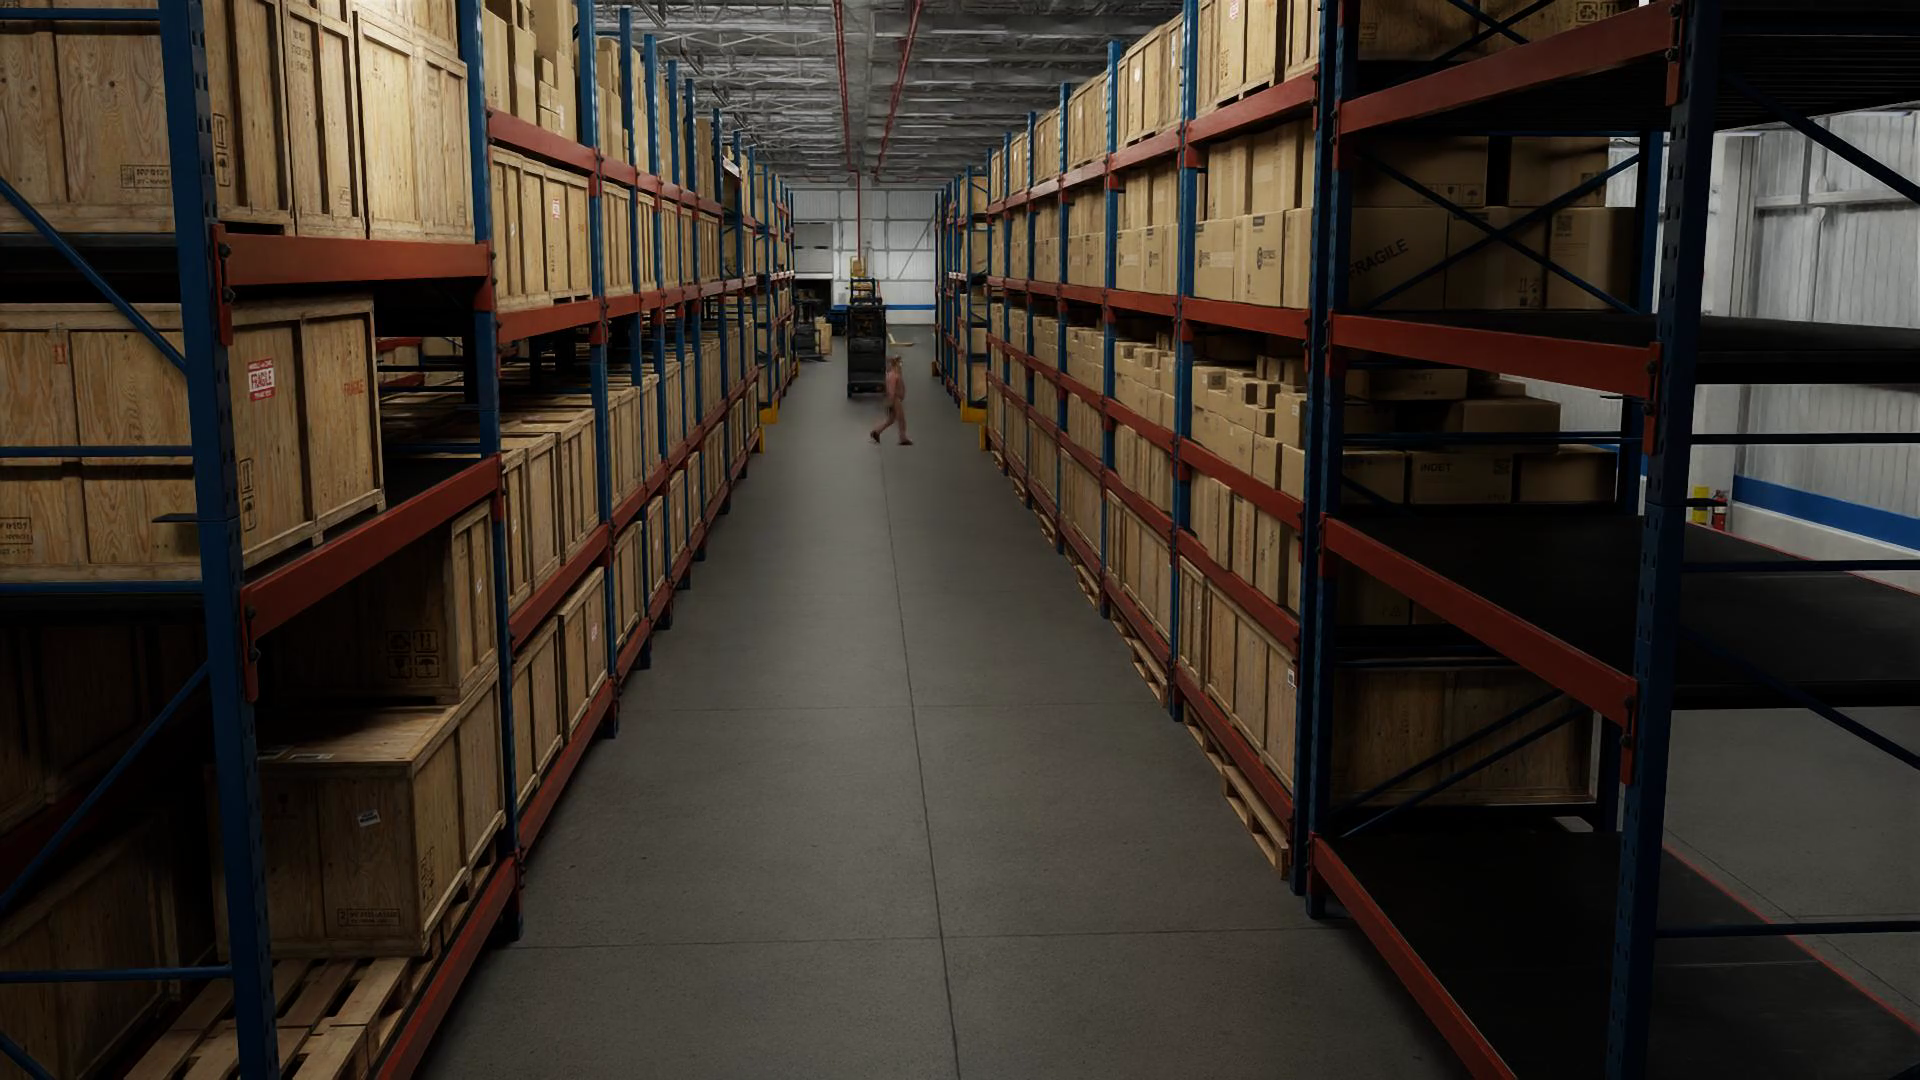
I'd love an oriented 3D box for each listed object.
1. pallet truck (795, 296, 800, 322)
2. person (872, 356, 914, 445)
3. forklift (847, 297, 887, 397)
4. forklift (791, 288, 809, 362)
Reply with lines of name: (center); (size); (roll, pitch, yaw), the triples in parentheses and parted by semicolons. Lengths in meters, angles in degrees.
pallet truck: (-8.622, -12.439, 91.403); (1.885, 1.965, 0.823); (2, 10, 13)
person: (-1.407, -2.922, 34.901); (0.810, 1.884, 0.645); (0, 10, -2)
forklift: (-2.673, -5.547, 47.601); (1.129, 2.768, 1.873); (-1, 10, -3)
forklift: (-6.247, -8.265, 63.835); (1.129, 2.768, 1.873); (-6, 11, -34)
